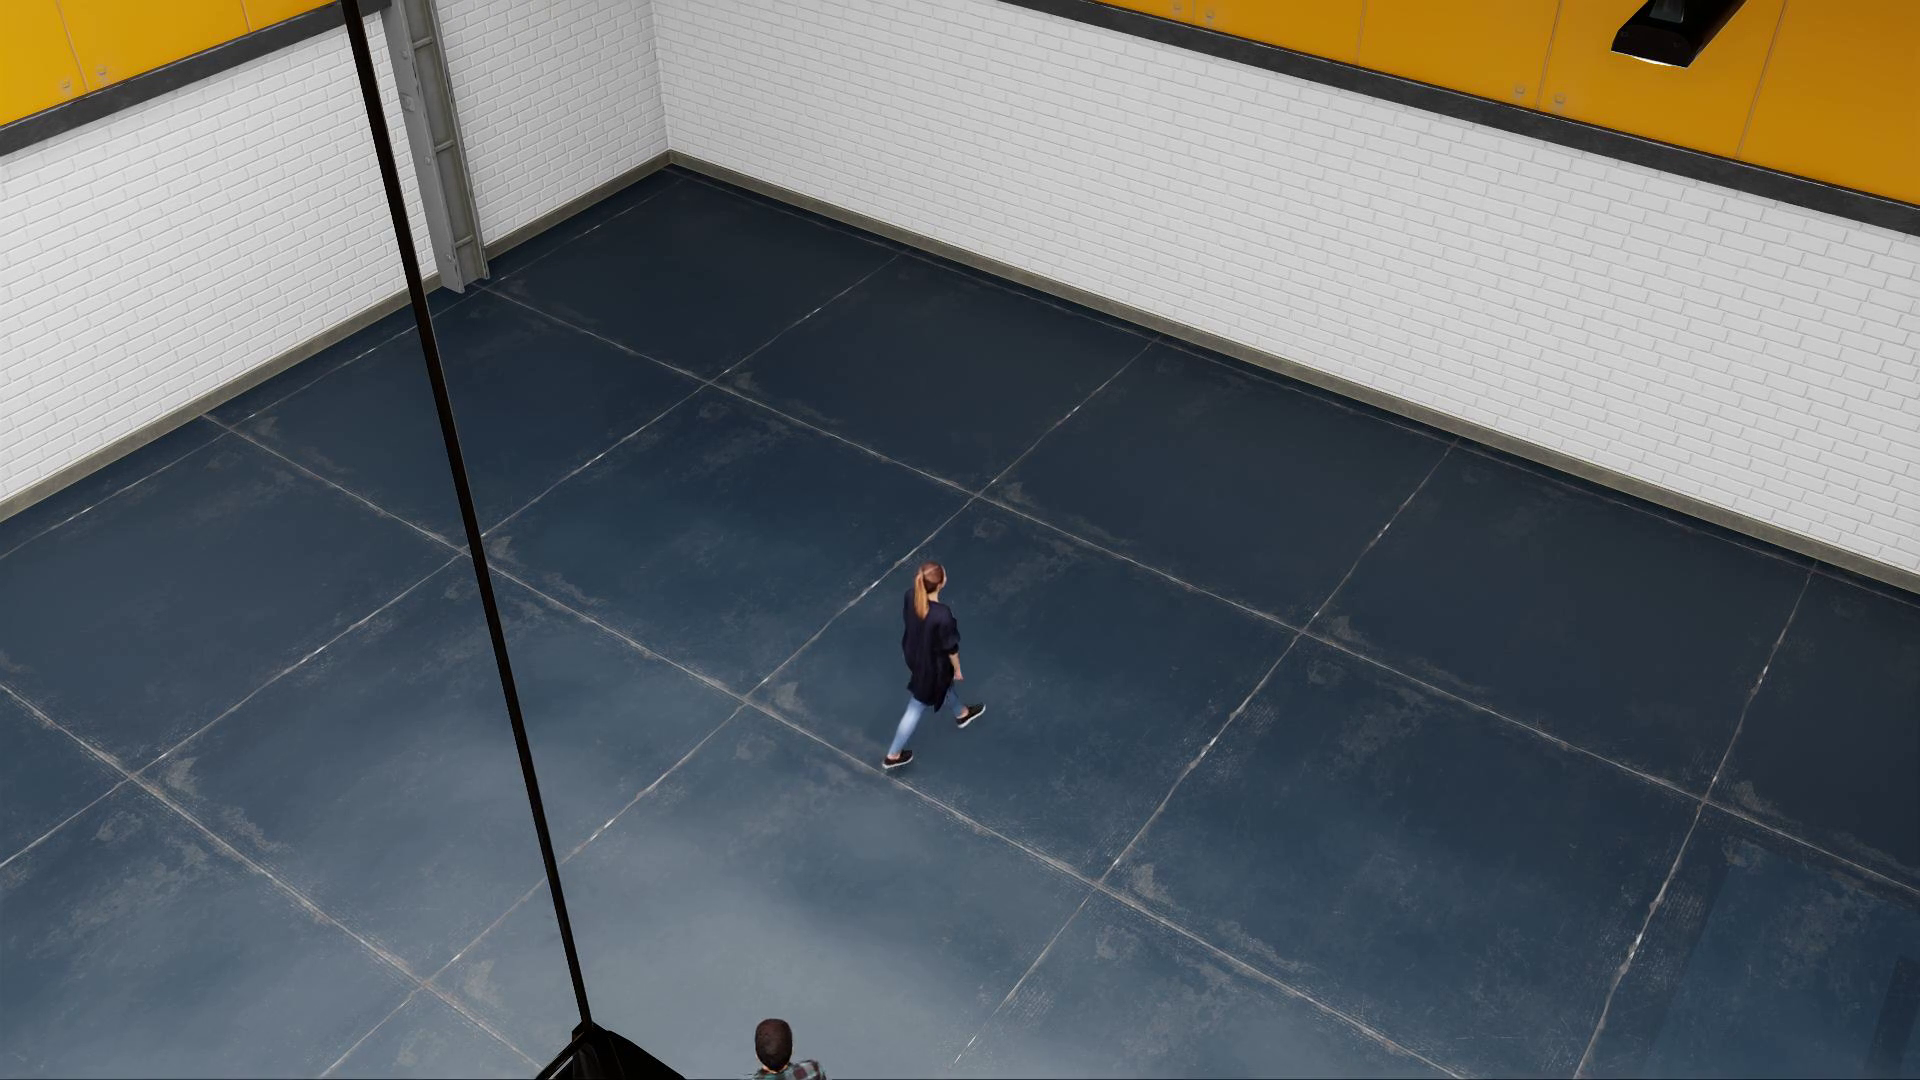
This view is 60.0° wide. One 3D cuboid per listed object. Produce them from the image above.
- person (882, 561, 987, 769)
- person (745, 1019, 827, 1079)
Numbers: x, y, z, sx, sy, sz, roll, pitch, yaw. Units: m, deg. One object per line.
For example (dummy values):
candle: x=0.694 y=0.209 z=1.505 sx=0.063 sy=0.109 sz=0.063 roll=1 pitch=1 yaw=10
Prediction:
person: x=-0.266 y=0.873 z=11.108 sx=1.206 sy=1.634 sz=0.861 roll=-26 pitch=45 yaw=-29
person: x=-0.882 y=3.072 z=8.452 sx=1.061 sy=1.698 sz=1.039 roll=-13 pitch=40 yaw=-16
